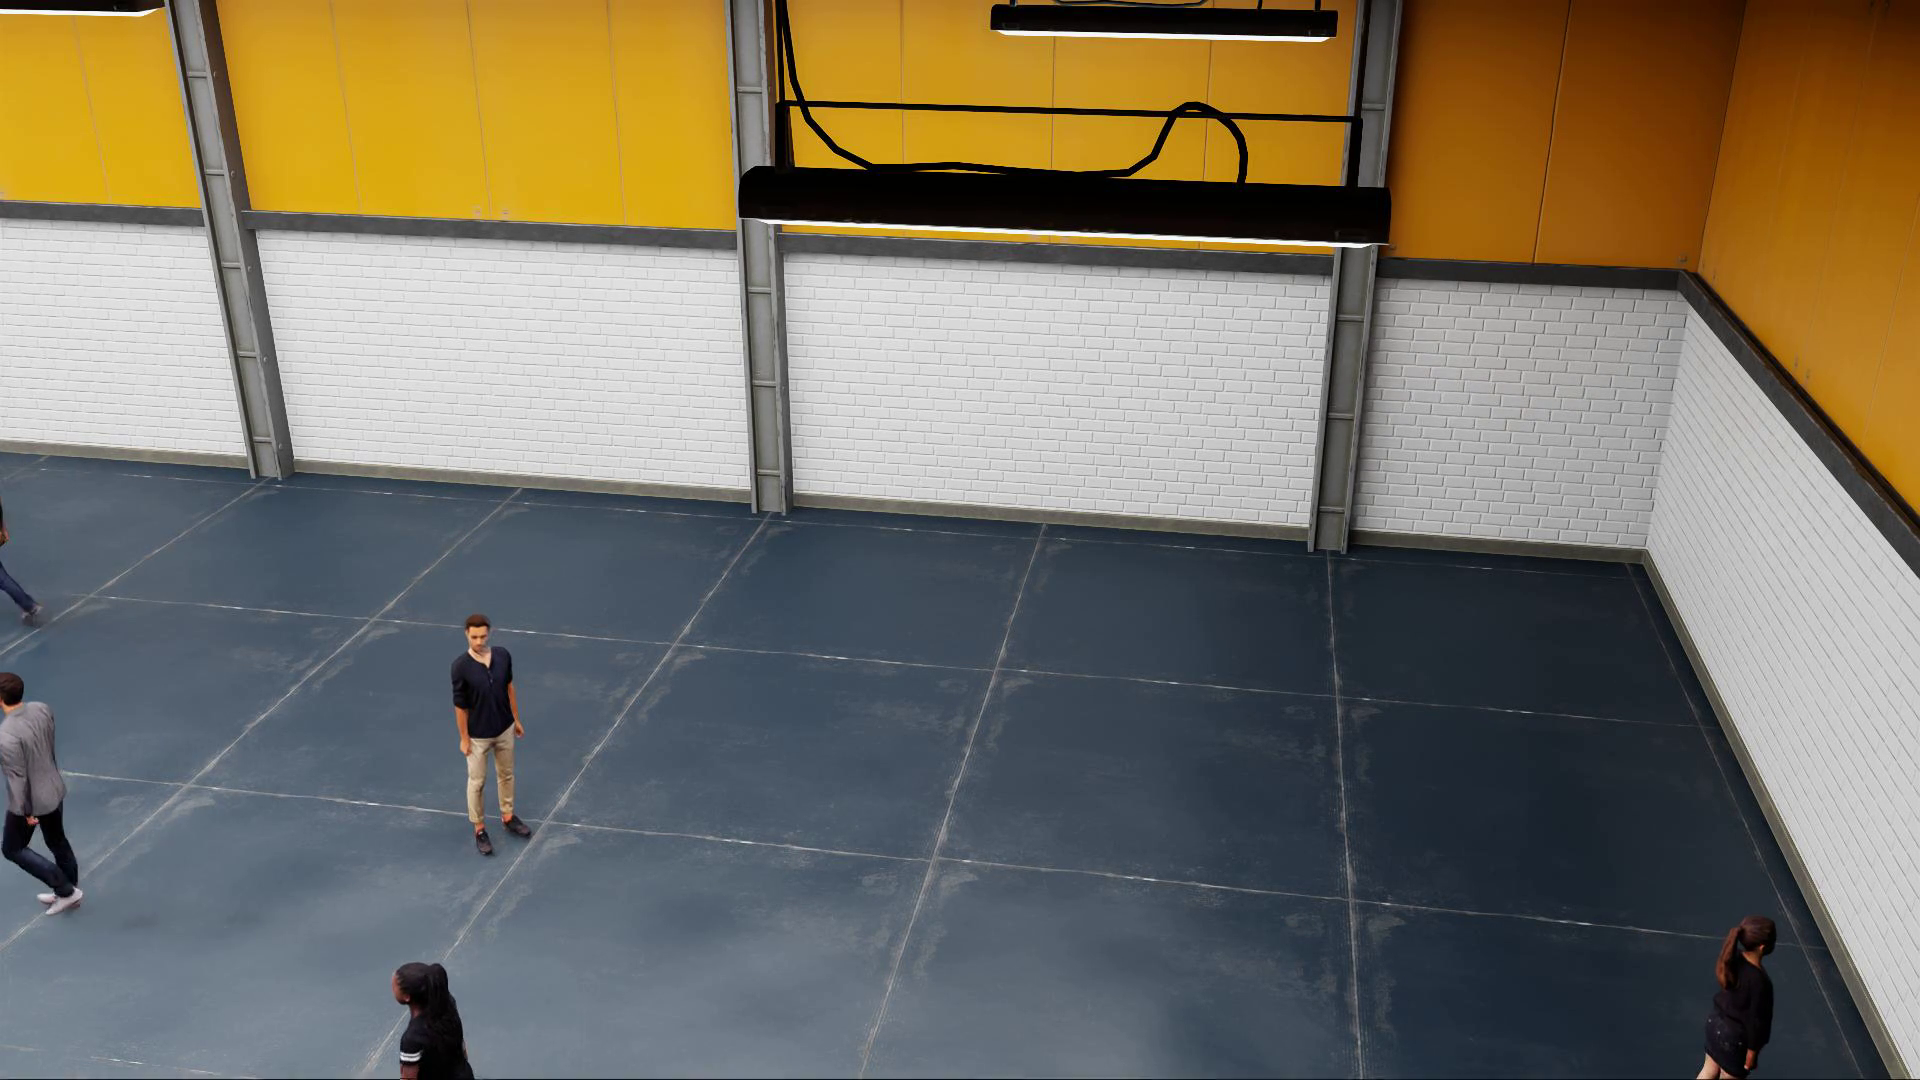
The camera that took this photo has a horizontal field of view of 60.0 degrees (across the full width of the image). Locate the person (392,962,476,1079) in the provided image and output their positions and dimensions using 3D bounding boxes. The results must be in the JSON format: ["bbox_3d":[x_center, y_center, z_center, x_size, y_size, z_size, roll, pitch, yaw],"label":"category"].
[{"bbox_3d":[-2.612,2.942,8.707,0.868,1.705,0.679,0,24,0],"label":"person"}]

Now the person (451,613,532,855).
[{"bbox_3d":[-3.441,1.369,12.117,0.707,1.856,0.737,-20,31,-38],"label":"person"}]

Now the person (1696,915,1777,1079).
[{"bbox_3d":[4.328,2.759,9.313,0.604,1.555,0.580,-2,24,-5],"label":"person"}]

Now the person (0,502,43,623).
[{"bbox_3d":[-9.034,-0.046,15.458,1.259,1.772,0.801,7,25,16],"label":"person"}]

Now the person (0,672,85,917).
[{"bbox_3d":[-6.193,1.736,11.274,0.678,1.859,0.681,3,24,7],"label":"person"}]
